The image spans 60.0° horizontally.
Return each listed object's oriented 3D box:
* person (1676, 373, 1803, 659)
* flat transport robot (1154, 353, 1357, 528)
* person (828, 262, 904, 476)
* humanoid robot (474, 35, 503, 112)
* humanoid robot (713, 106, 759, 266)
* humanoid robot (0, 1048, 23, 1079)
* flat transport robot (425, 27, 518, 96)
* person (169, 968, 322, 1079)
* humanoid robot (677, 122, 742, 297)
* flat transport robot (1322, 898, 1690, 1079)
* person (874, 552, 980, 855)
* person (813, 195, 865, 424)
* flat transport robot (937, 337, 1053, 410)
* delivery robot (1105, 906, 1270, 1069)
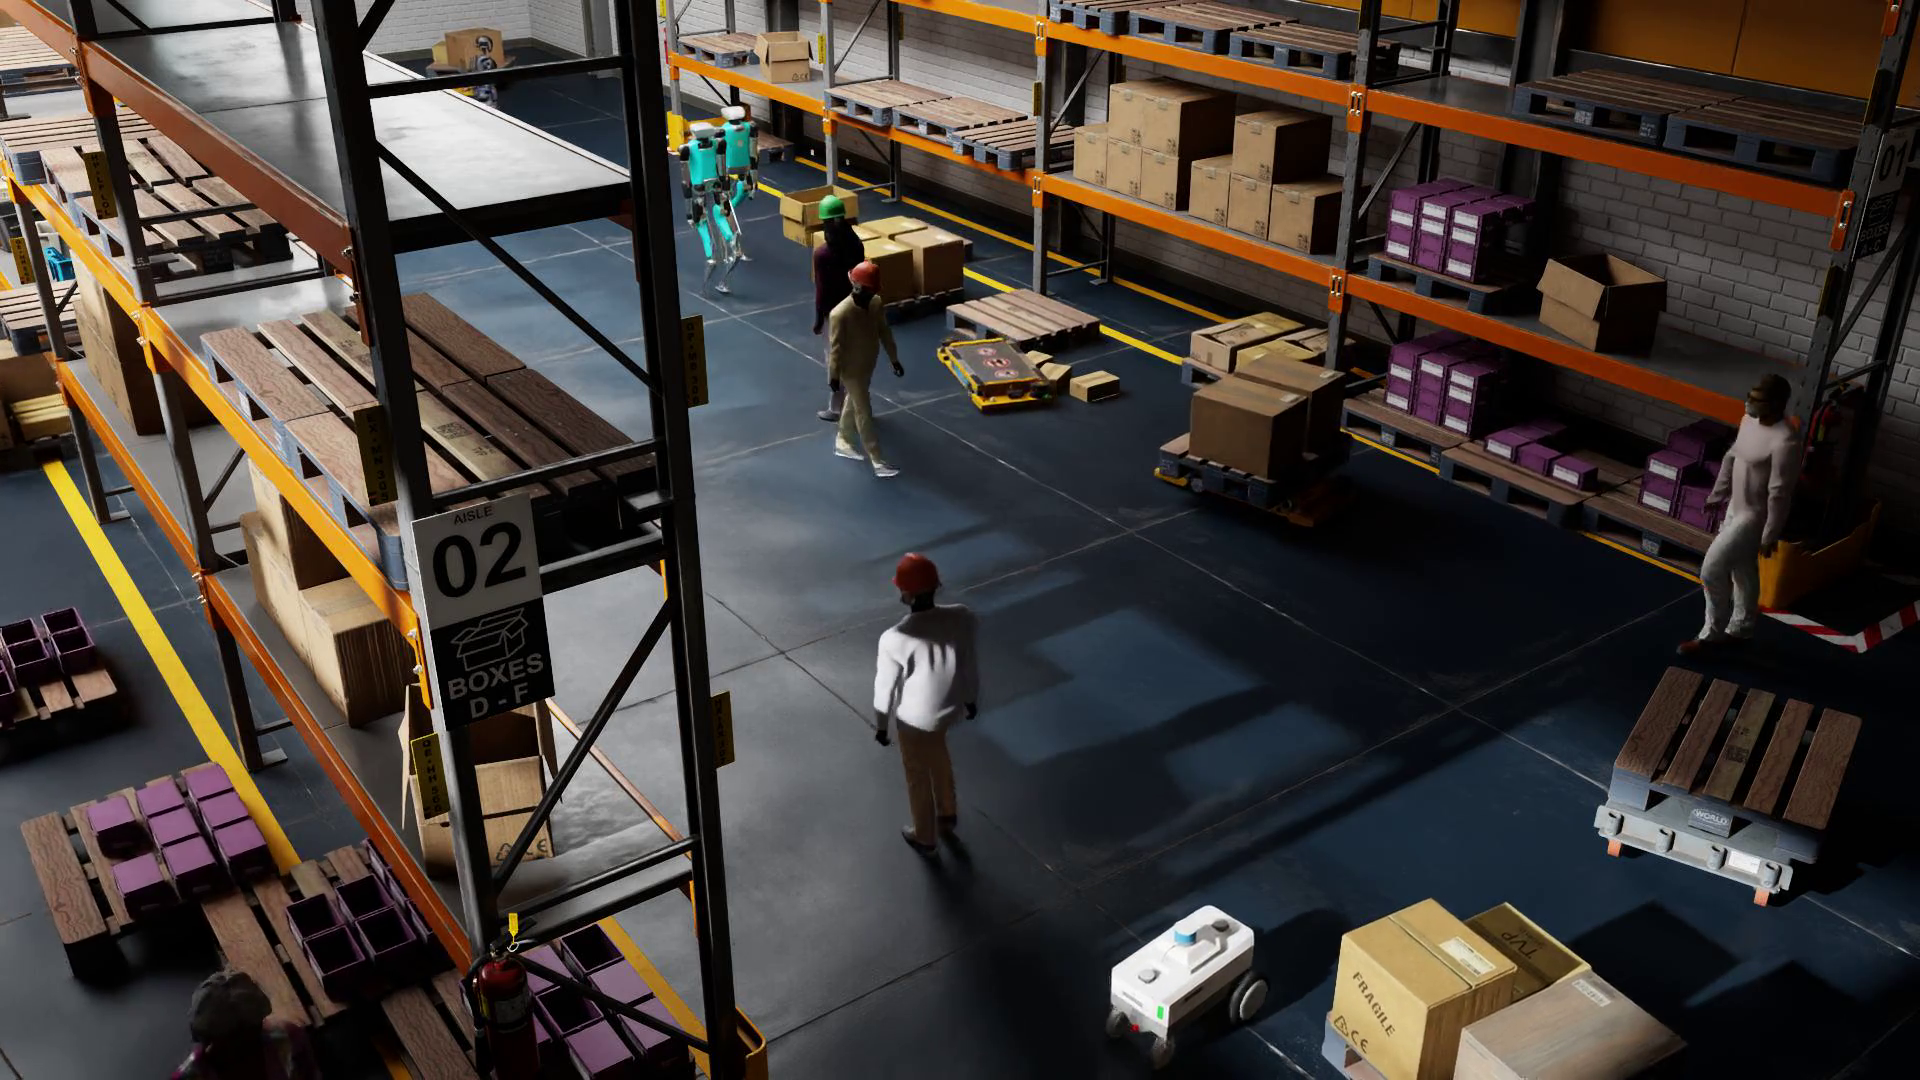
[{"bbox_3d":[4.865,-0.150,10.446,0.670,1.915,0.643,3,27,7],"label":"person"},{"bbox_3d":[2.287,-0.473,12.928,1.431,0.231,0.659,21,33,35],"label":"flat transport robot"},{"bbox_3d":[-0.711,-1.353,13.080,0.839,1.700,0.556,15,31,28],"label":"person"},{"bbox_3d":[-6.293,-5.813,21.979,0.464,1.640,0.609,-14,30,-26],"label":"humanoid robot"},{"bbox_3d":[-2.499,-3.853,17.985,0.535,1.746,0.737,-17,32,-31],"label":"humanoid robot"},{"bbox_3d":[-3.813,2.023,6.369,0.982,1.778,0.556,7,28,14],"label":"humanoid robot"},{"bbox_3d":[-7.726,-7.293,26.495,0.659,0.231,1.431,0,27,1],"label":"flat transport robot"},{"bbox_3d":[-2.468,2.210,5.867,0.538,1.823,0.786,-23,34,-37],"label":"person"},{"bbox_3d":[-2.476,-3.286,16.940,0.540,1.847,0.662,-18,32,-32],"label":"humanoid robot"},{"bbox_3d":[2.347,2.451,7.112,1.431,0.231,0.659,-14,30,-26],"label":"flat transport robot"},{"bbox_3d":[-0.198,0.850,8.657,0.593,1.733,0.397,-16,31,-29],"label":"person"},{"bbox_3d":[-1.000,-1.913,13.931,0.488,1.944,0.431,-18,32,-32],"label":"person"},{"bbox_3d":[0.298,-1.527,15.025,0.659,0.231,1.431,-8,28,-15],"label":"flat transport robot"},{"bbox_3d":[1.039,2.016,7.676,0.808,0.610,0.499,-23,34,-38],"label":"delivery robot"}]
